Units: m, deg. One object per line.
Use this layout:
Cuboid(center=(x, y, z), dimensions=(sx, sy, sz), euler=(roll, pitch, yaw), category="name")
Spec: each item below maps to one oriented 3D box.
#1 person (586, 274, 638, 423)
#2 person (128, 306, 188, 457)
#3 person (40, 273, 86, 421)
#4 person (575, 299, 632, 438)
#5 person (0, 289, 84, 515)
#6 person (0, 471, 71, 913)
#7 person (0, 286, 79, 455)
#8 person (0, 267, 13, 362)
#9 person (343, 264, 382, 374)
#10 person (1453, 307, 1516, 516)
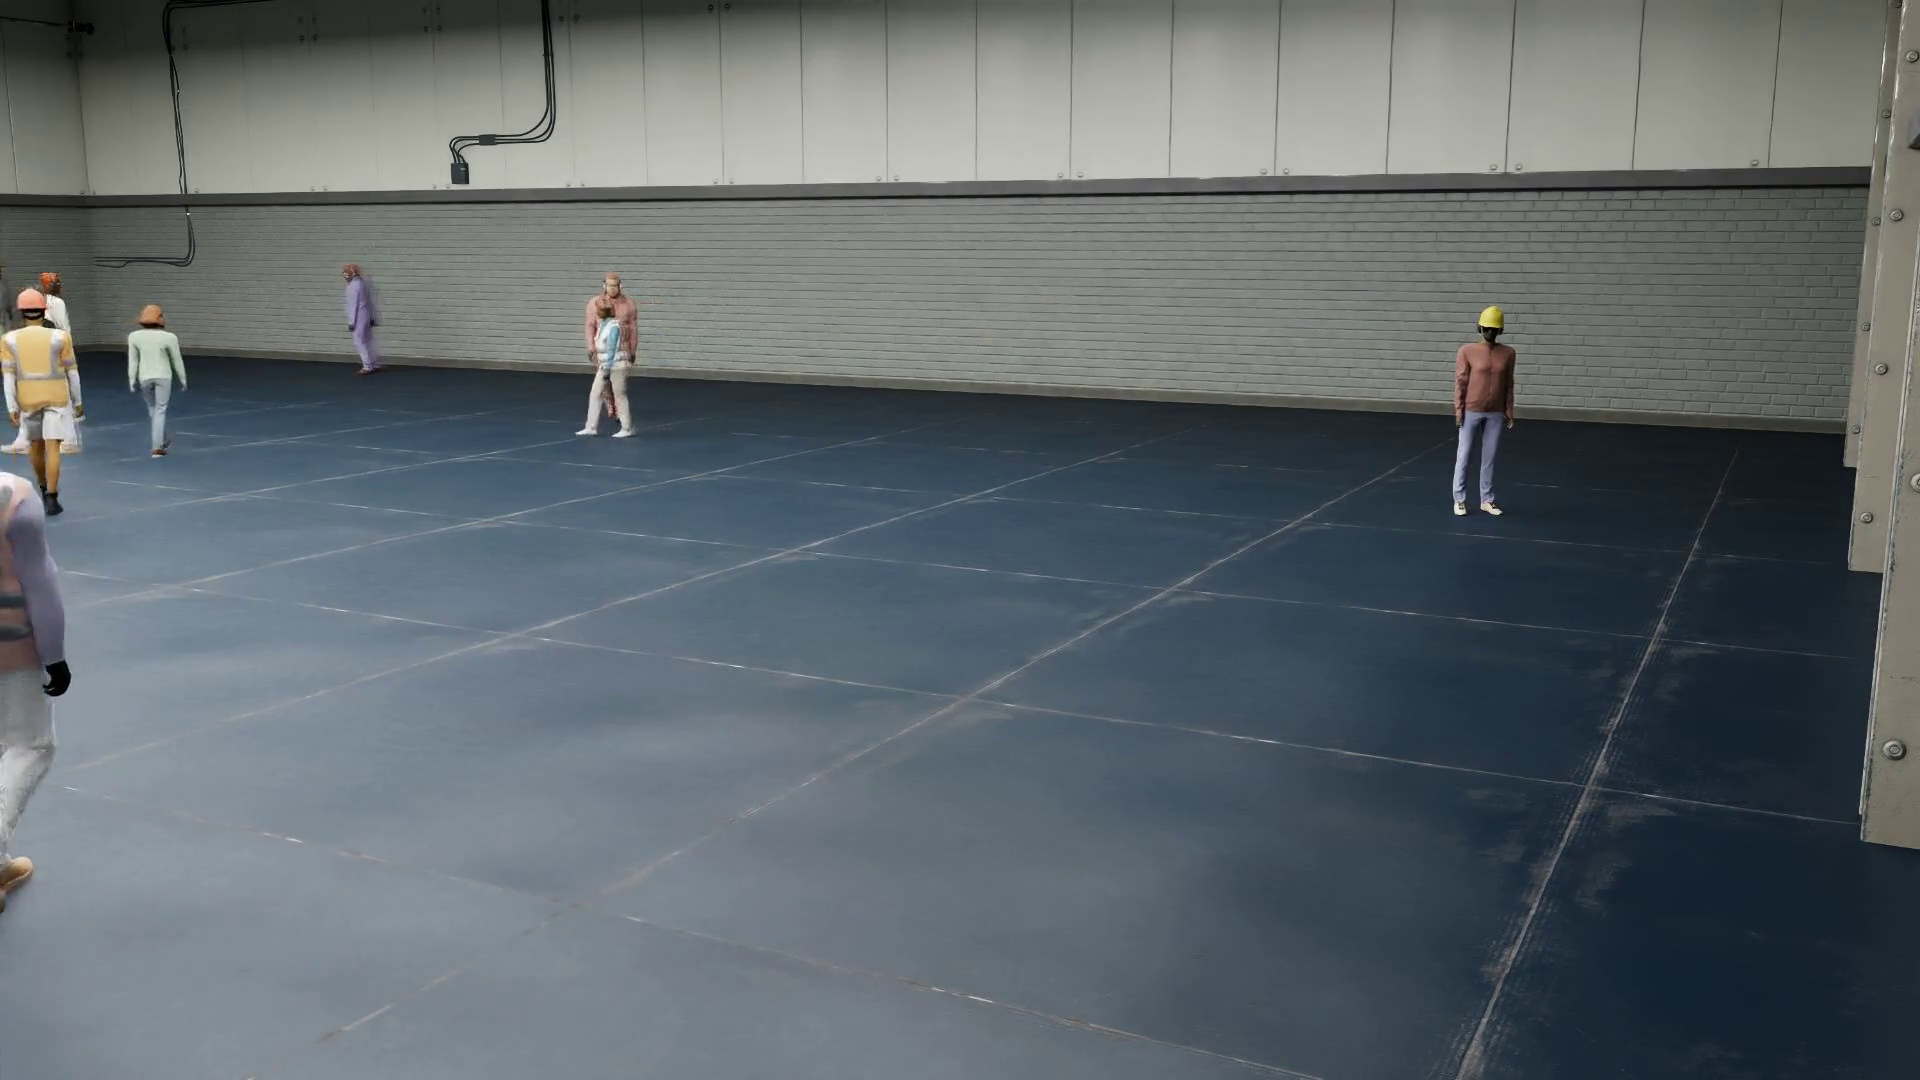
Cuboid(center=(-4.444, -2.463, 21.278), dimensions=(0.634, 1.866, 0.992), euler=(-1, 10, -8), category="person")
Cuboid(center=(-8.594, -1.712, 17.880), dimensions=(0.530, 1.588, 0.829), euler=(-1, 10, -5), category="person")
Cuboid(center=(-11.414, -2.426, 21.009), dimensions=(0.576, 1.882, 0.355), euler=(5, 12, 26), category="person")
Cuboid(center=(-4.147, -1.966, 19.244), dimensions=(0.729, 1.613, 0.518), euler=(-7, 13, -34), category="person")
Cuboid(center=(-7.855, -1.197, 14.286), dimensions=(0.554, 1.885, 0.987), euler=(-3, 11, -16), category="person")
Cuboid(center=(-3.411, 0.407, 5.702), dimensions=(0.640, 1.830, 0.608), euler=(-1, 10, -3), category="person")
Cuboid(center=(-9.899, -1.789, 17.719), dimensions=(0.847, 1.807, 0.658), euler=(-8, 13, -37), category="person")
Cuboid(center=(-17.889, -4.253, 31.122), dimensions=(0.399, 1.829, 0.701), euler=(2, 11, 13), category="person")
Cuboid(center=(-10.185, -3.744, 28.235), dimensions=(0.468, 1.870, 0.740), euler=(-1, 10, -3), category="person")
Cuboid(center=(4.406, -1.075, 13.974), dimensions=(0.523, 1.761, 0.328), euler=(-1, 10, -7), category="person")
